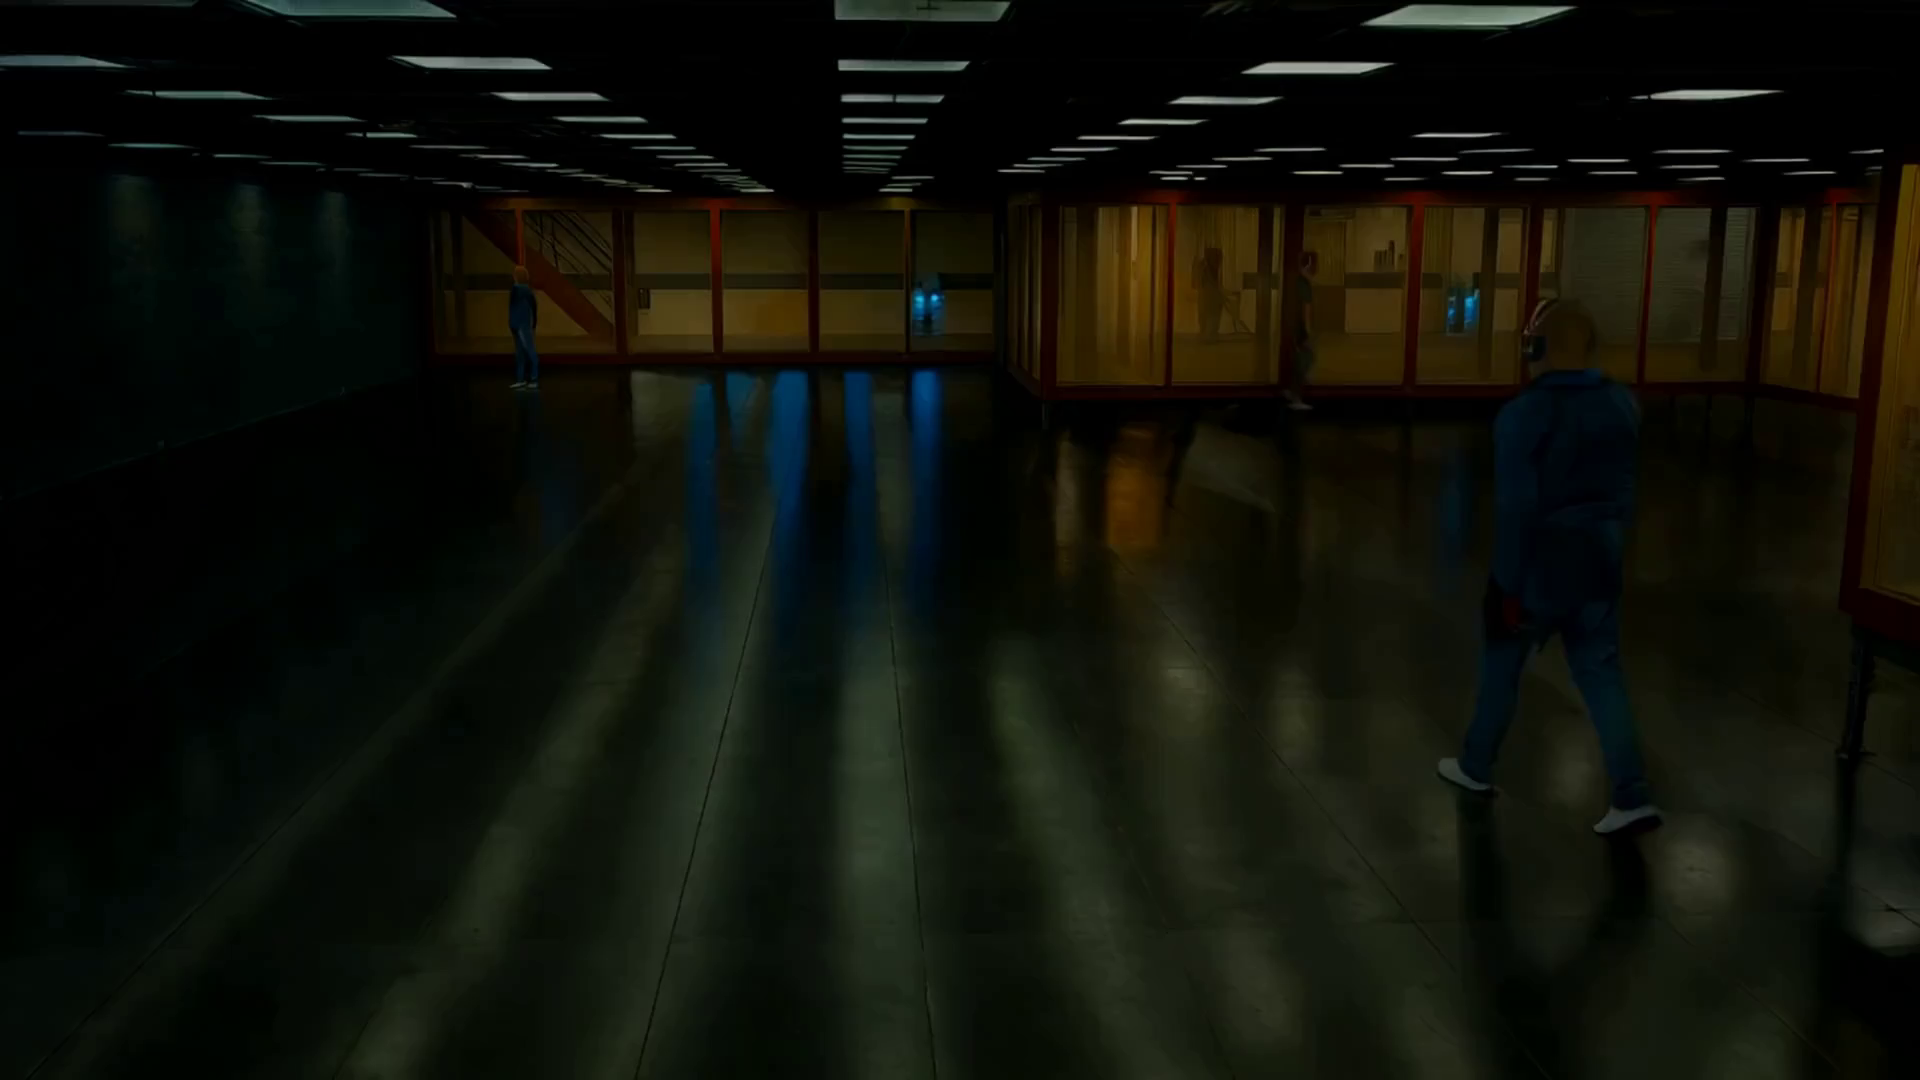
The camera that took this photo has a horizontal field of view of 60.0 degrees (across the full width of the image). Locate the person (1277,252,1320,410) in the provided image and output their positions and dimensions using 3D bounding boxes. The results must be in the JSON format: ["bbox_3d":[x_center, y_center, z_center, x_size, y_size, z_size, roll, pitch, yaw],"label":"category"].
[{"bbox_3d":[4.023,-2.428,19.425,0.402,1.852,0.547,-1,11,-3],"label":"person"}]

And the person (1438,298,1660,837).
[{"bbox_3d":[2.118,0.087,5.852,0.634,1.866,0.992,-3,11,-18],"label":"person"}]

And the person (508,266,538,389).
[{"bbox_3d":[-5.838,-2.835,22.210,0.500,1.633,0.286,7,12,31],"label":"person"}]
